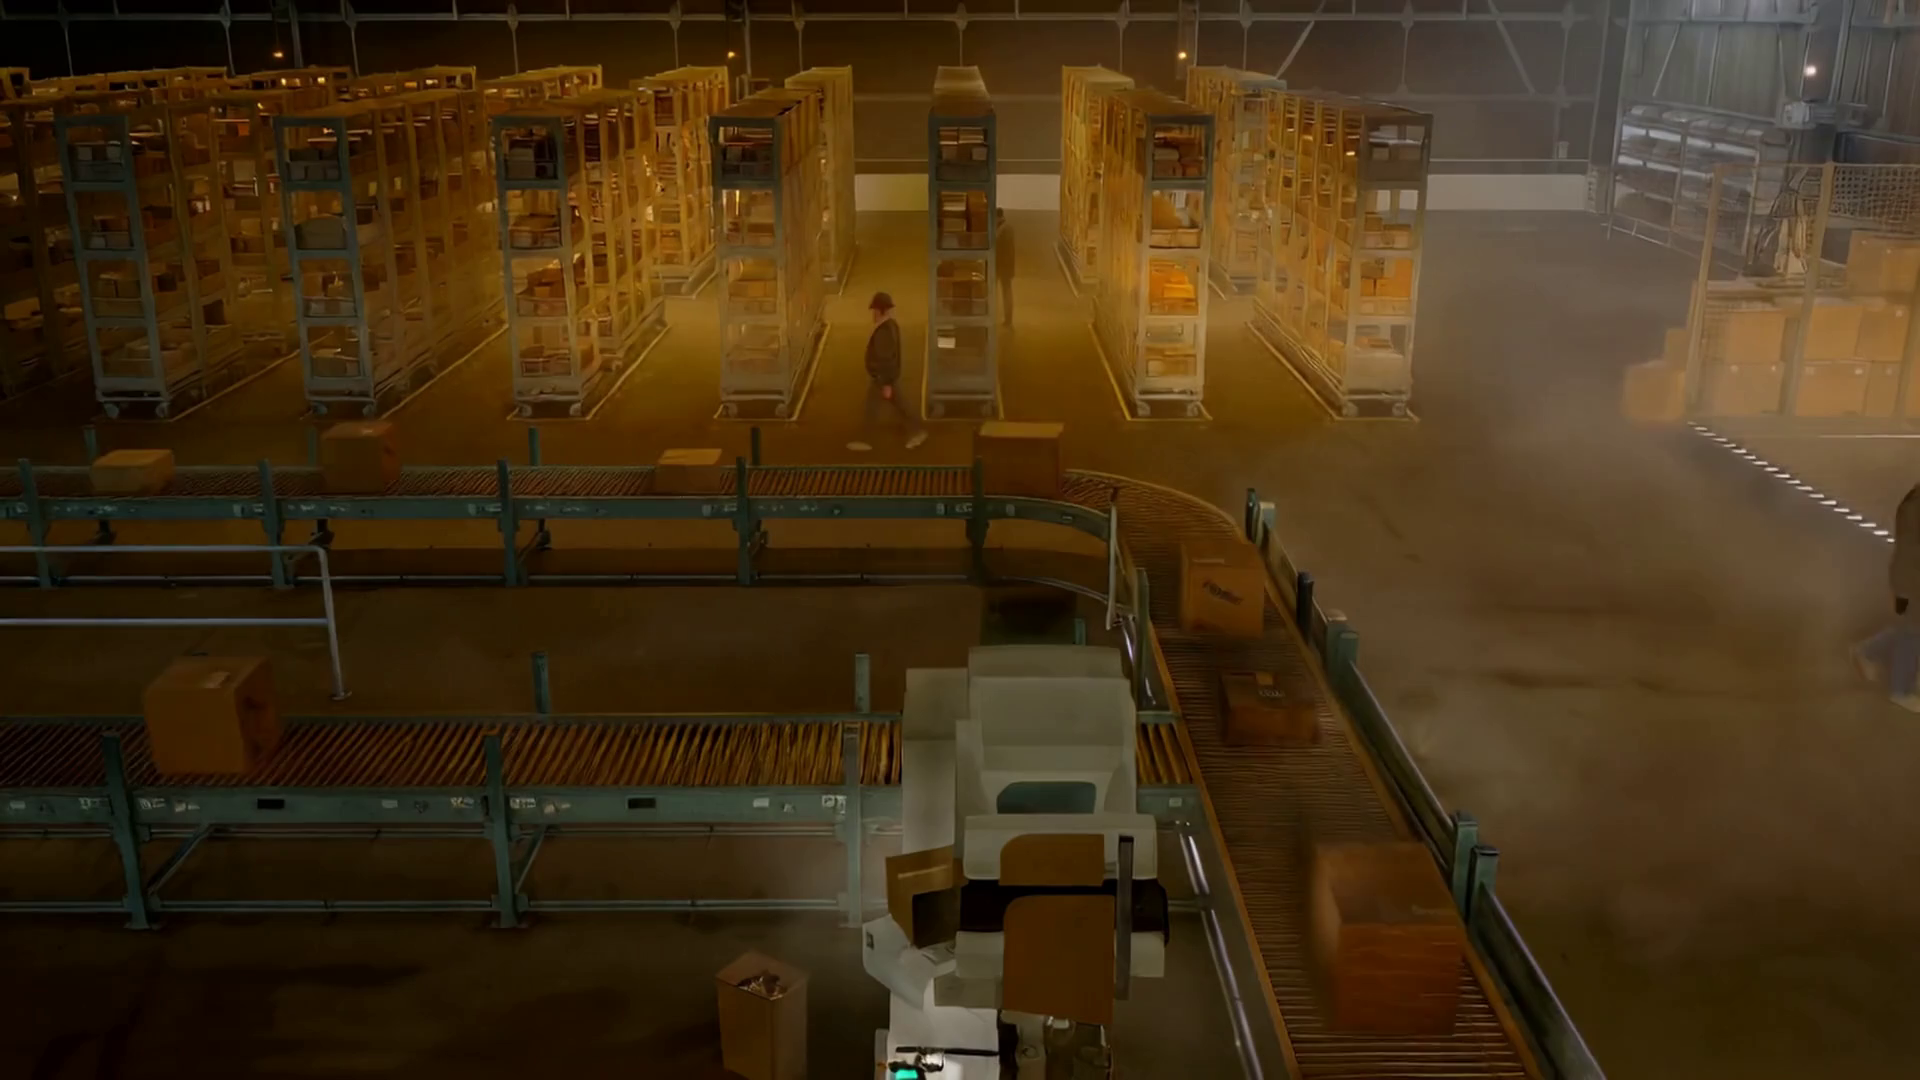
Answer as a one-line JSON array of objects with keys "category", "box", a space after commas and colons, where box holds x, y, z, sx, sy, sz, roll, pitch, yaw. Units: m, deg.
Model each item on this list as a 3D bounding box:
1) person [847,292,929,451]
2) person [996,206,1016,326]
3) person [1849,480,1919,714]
[{"category": "person", "box": [-0.778, -1.860, 18.467, 0.893, 1.800, 0.601, 2, 18, 5]}, {"category": "person", "box": [0.618, -4.247, 25.761, 0.575, 1.832, 0.395, 11, 21, 31]}, {"category": "person", "box": [6.728, 0.270, 11.750, 0.657, 1.885, 0.594, -15, 23, -39]}]
